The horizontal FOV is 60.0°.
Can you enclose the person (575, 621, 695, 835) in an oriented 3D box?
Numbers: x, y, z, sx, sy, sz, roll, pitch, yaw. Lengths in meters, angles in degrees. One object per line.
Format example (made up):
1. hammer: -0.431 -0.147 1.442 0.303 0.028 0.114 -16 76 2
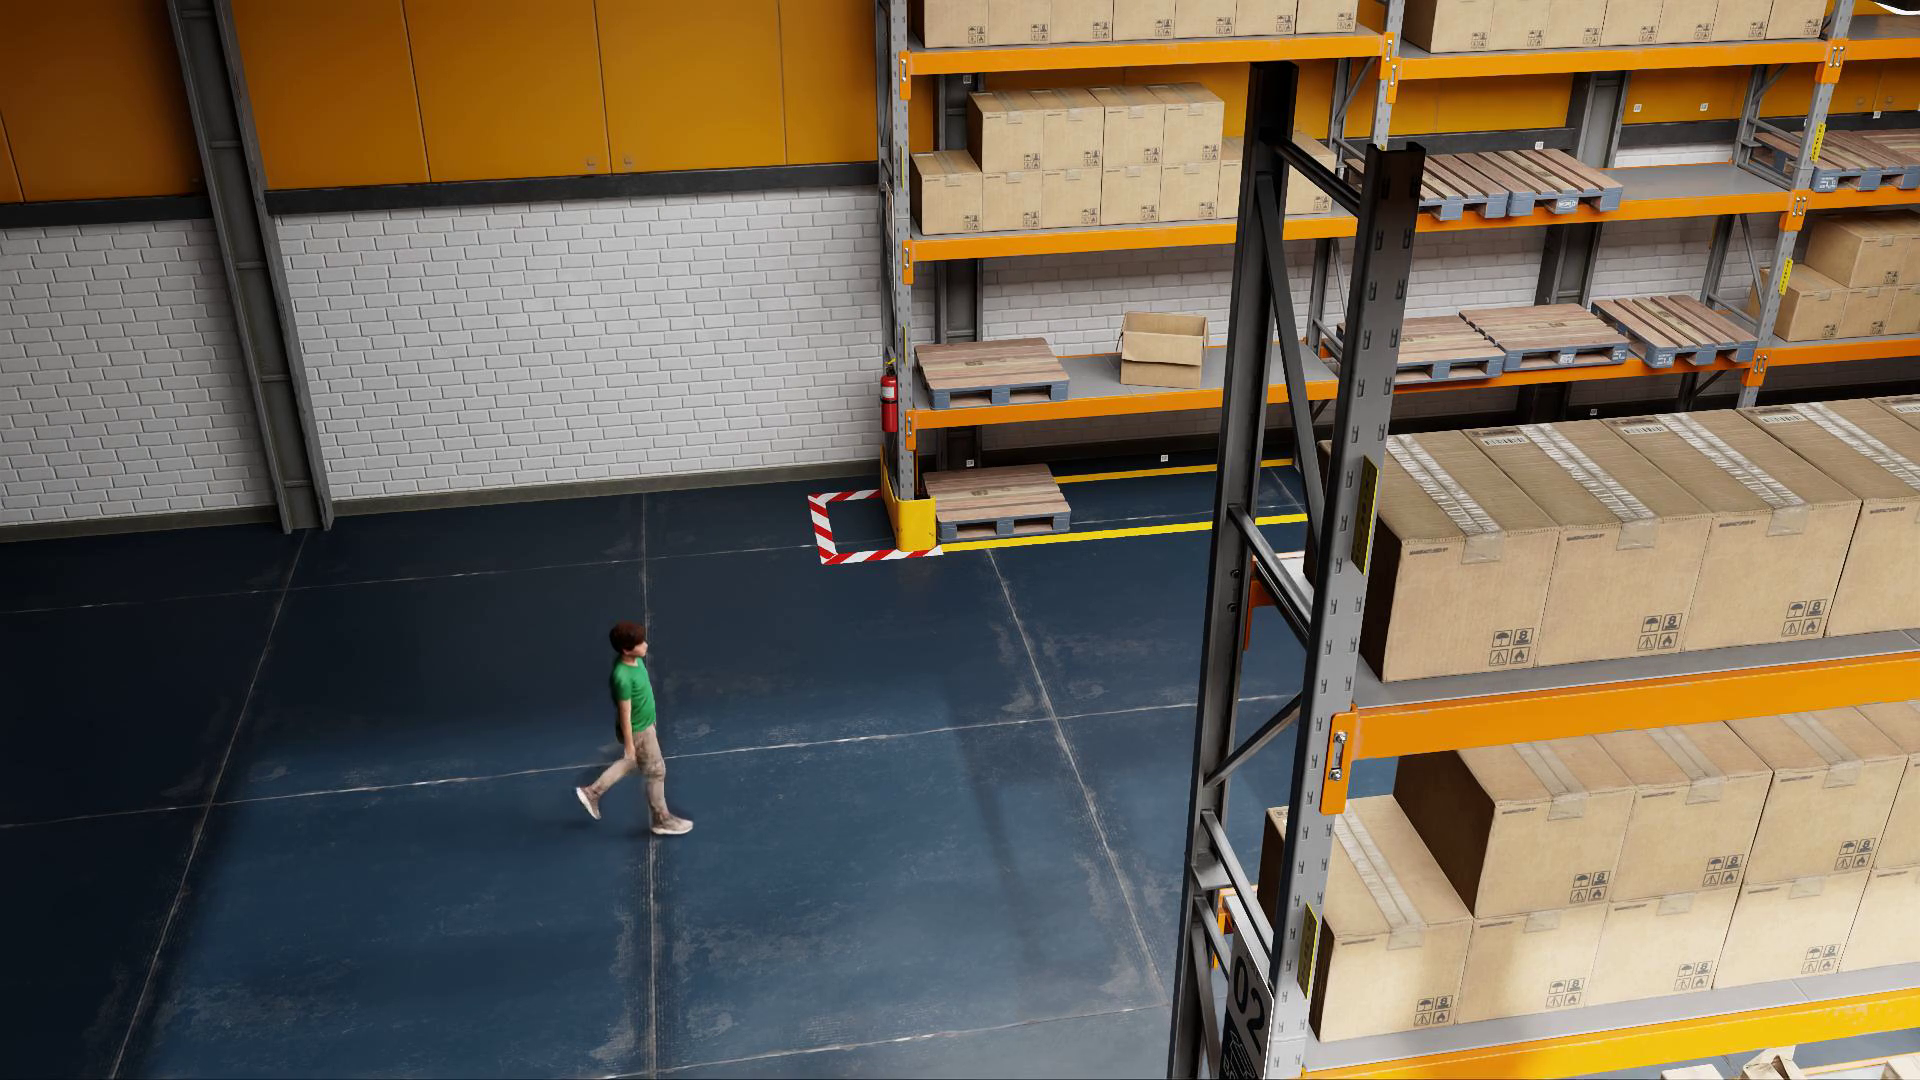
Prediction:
1. person: -2.201 1.235 10.901 1.037 1.629 0.664 -1 29 -1
